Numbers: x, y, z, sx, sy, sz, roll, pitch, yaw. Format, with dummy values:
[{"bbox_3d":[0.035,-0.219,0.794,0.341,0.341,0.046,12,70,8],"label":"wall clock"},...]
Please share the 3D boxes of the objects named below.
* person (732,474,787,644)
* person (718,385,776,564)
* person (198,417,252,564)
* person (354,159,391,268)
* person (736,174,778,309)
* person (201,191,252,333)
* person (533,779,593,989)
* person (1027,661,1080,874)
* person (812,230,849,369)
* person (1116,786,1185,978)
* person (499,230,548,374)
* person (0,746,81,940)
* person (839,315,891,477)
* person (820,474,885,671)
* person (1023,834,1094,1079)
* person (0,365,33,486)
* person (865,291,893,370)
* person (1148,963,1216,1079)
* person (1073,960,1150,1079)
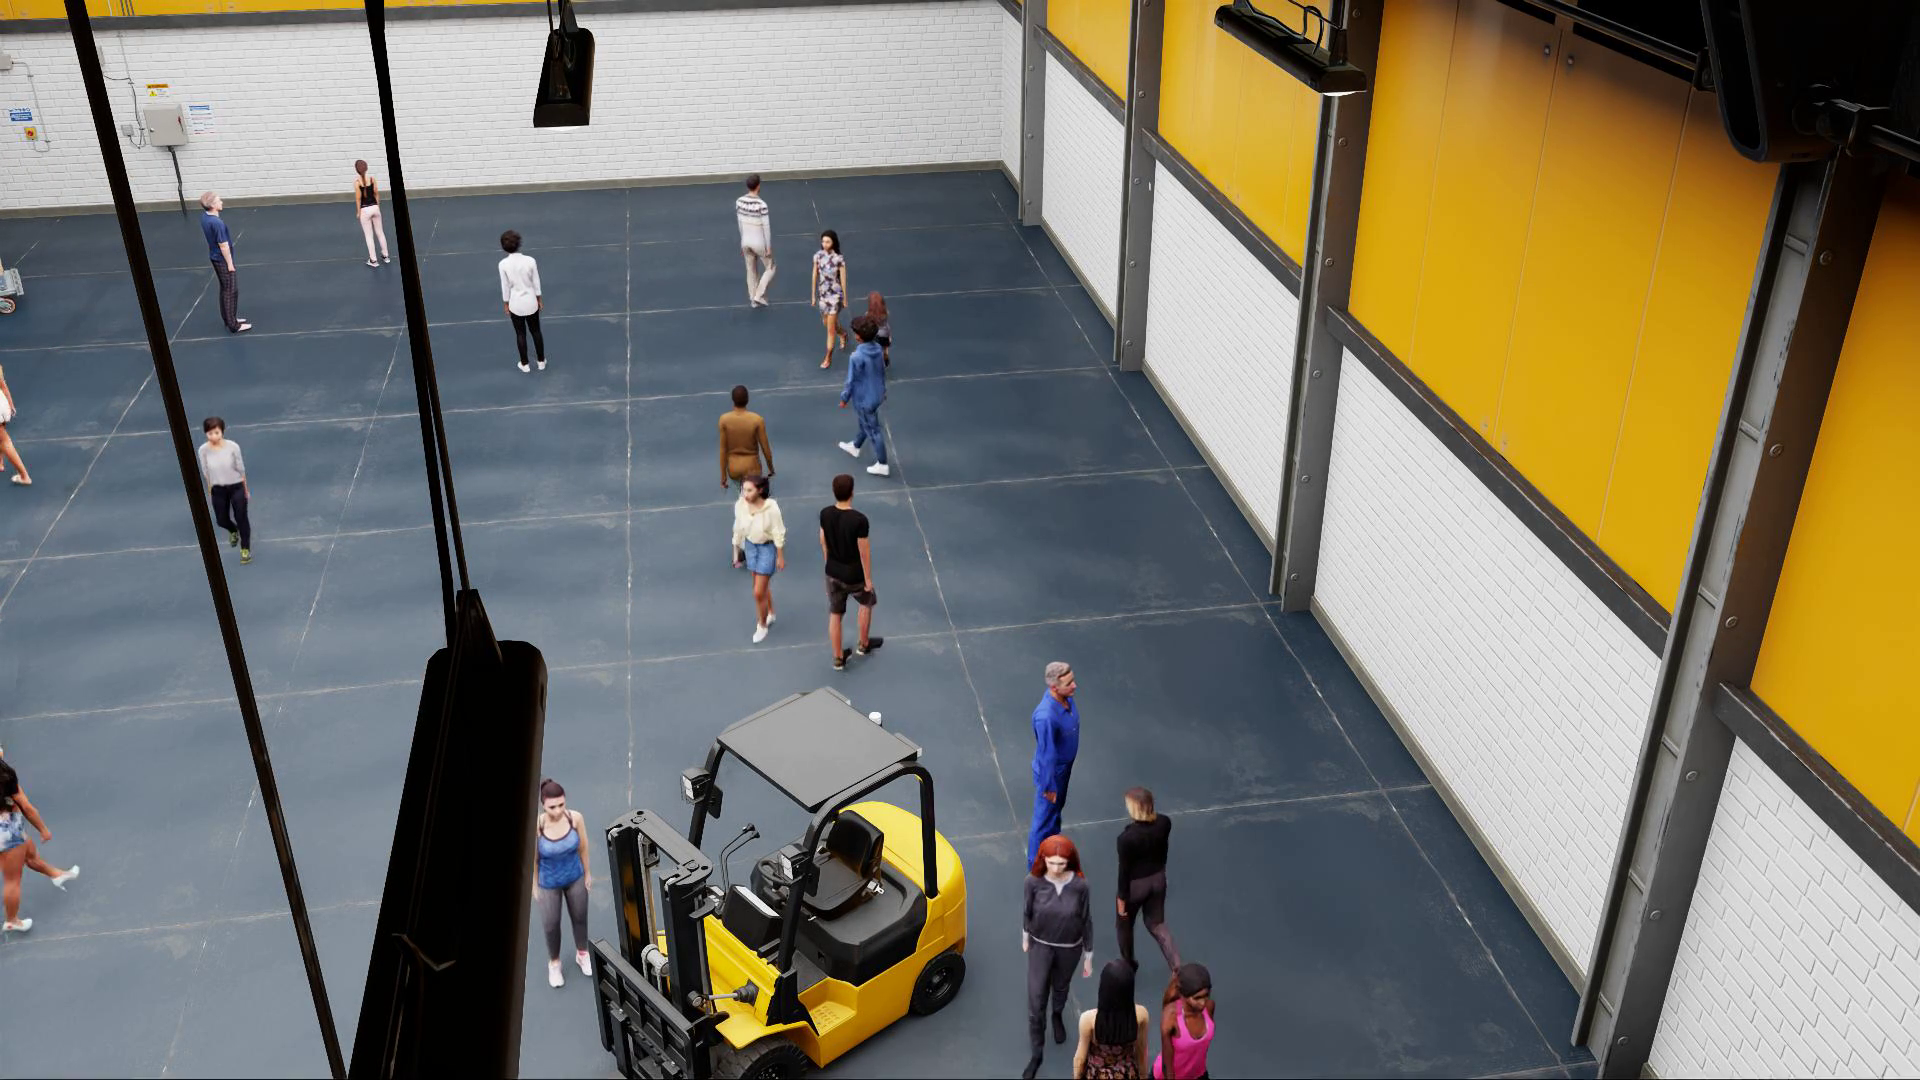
[{"bbox_3d":[-1.791,0.112,15.315,0.851,1.585,0.914,14,32,24],"label":"person"},{"bbox_3d":[-2.144,-0.630,16.486,0.899,1.767,1.292,3,29,5],"label":"person"},{"bbox_3d":[-7.264,-0.537,16.550,0.579,1.541,0.709,-7,29,-12],"label":"person"},{"bbox_3d":[-8.646,-4.803,24.349,0.657,1.564,0.616,24,37,37],"label":"person"},{"bbox_3d":[-2.820,-4.017,22.610,0.830,1.847,0.870,15,32,25],"label":"person"},{"bbox_3d":[-9.757,-3.697,22.002,0.790,1.868,0.662,-22,36,-35],"label":"person"},{"bbox_3d":[-2.699,2.300,11.280,0.611,1.608,0.607,-11,31,-20],"label":"person"},{"bbox_3d":[0.676,1.672,12.200,0.853,1.830,0.695,9,30,17],"label":"person"},{"bbox_3d":[-1.603,-3.080,21.038,0.960,1.708,1.148,11,30,19],"label":"person"},{"bbox_3d":[1.276,2.387,11.081,0.847,1.646,1.014,-17,33,-28],"label":"person"},{"bbox_3d":[-5.453,-2.981,20.753,0.663,1.807,0.611,-11,30,-19],"label":"person"},{"bbox_3d":[-6.725,2.112,11.636,0.902,1.598,1.036,12,31,21],"label":"person"},{"bbox_3d":[-0.935,-1.539,18.141,1.144,1.777,1.106,16,32,27],"label":"person"},{"bbox_3d":[-1.052,0.328,14.649,0.924,1.844,0.993,13,31,22],"label":"person"},{"bbox_3d":[0.615,2.546,10.674,0.747,1.756,0.929,1,29,1],"label":"person"},{"bbox_3d":[-10.362,-1.363,17.939,0.983,1.661,1.027,11,31,19],"label":"person"},{"bbox_3d":[-1.016,-2.536,20.693,0.577,1.083,0.755,2,29,4],"label":"person"},{"bbox_3d":[1.225,3.097,9.743,0.660,1.680,1.132,-11,30,-19],"label":"person"},{"bbox_3d":[0.861,3.191,9.500,0.700,1.749,0.896,-10,30,-18],"label":"person"}]
